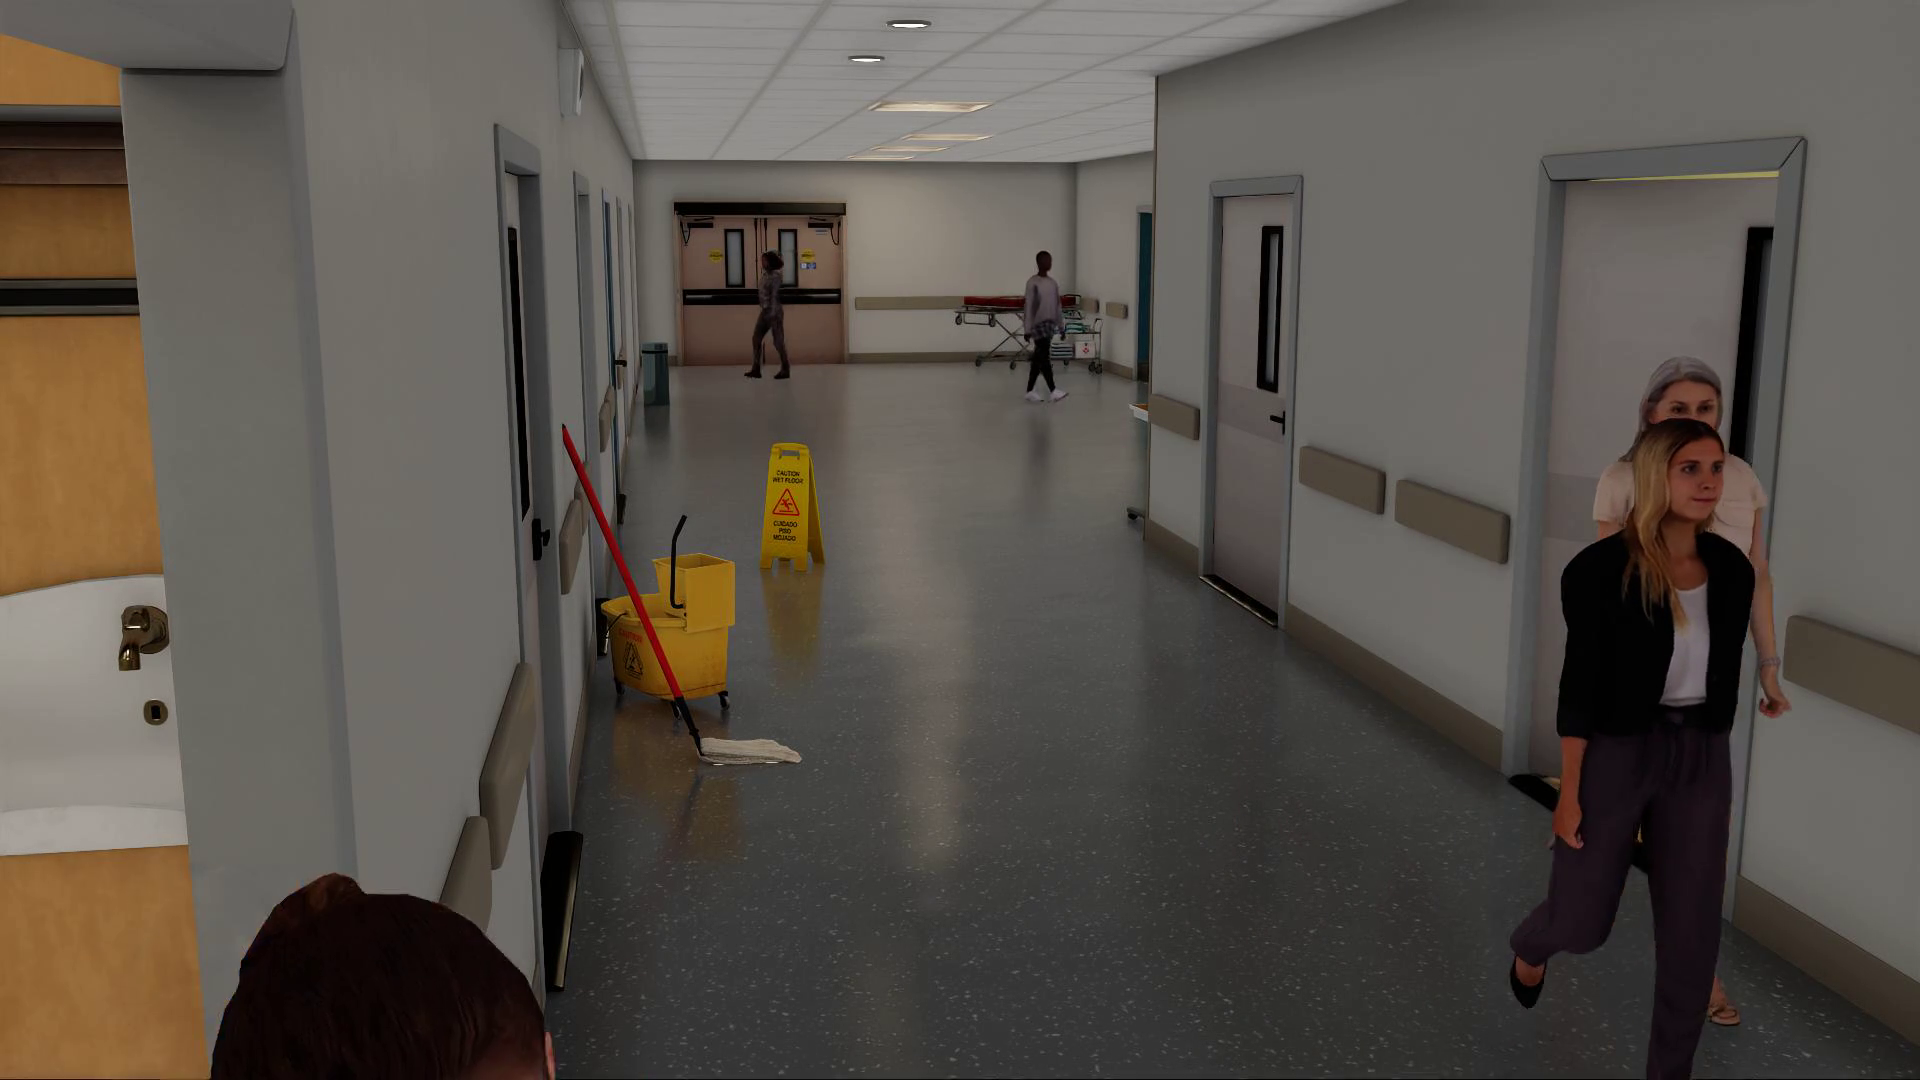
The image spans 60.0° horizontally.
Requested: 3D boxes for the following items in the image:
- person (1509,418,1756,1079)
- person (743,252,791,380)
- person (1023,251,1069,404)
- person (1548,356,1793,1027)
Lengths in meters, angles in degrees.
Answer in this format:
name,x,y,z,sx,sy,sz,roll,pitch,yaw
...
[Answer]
name,x,y,z,sx,sy,sz,roll,pitch,yaw
person,1.475,0.553,3.735,0.653,1.650,0.951,-1,11,-5
person,-2.447,-2.986,22.280,0.885,1.688,0.934,-8,13,-36
person,0.880,-2.460,19.364,0.977,1.743,1.138,-10,14,-41
person,1.898,0.374,4.573,0.613,1.690,1.164,-2,11,-10
